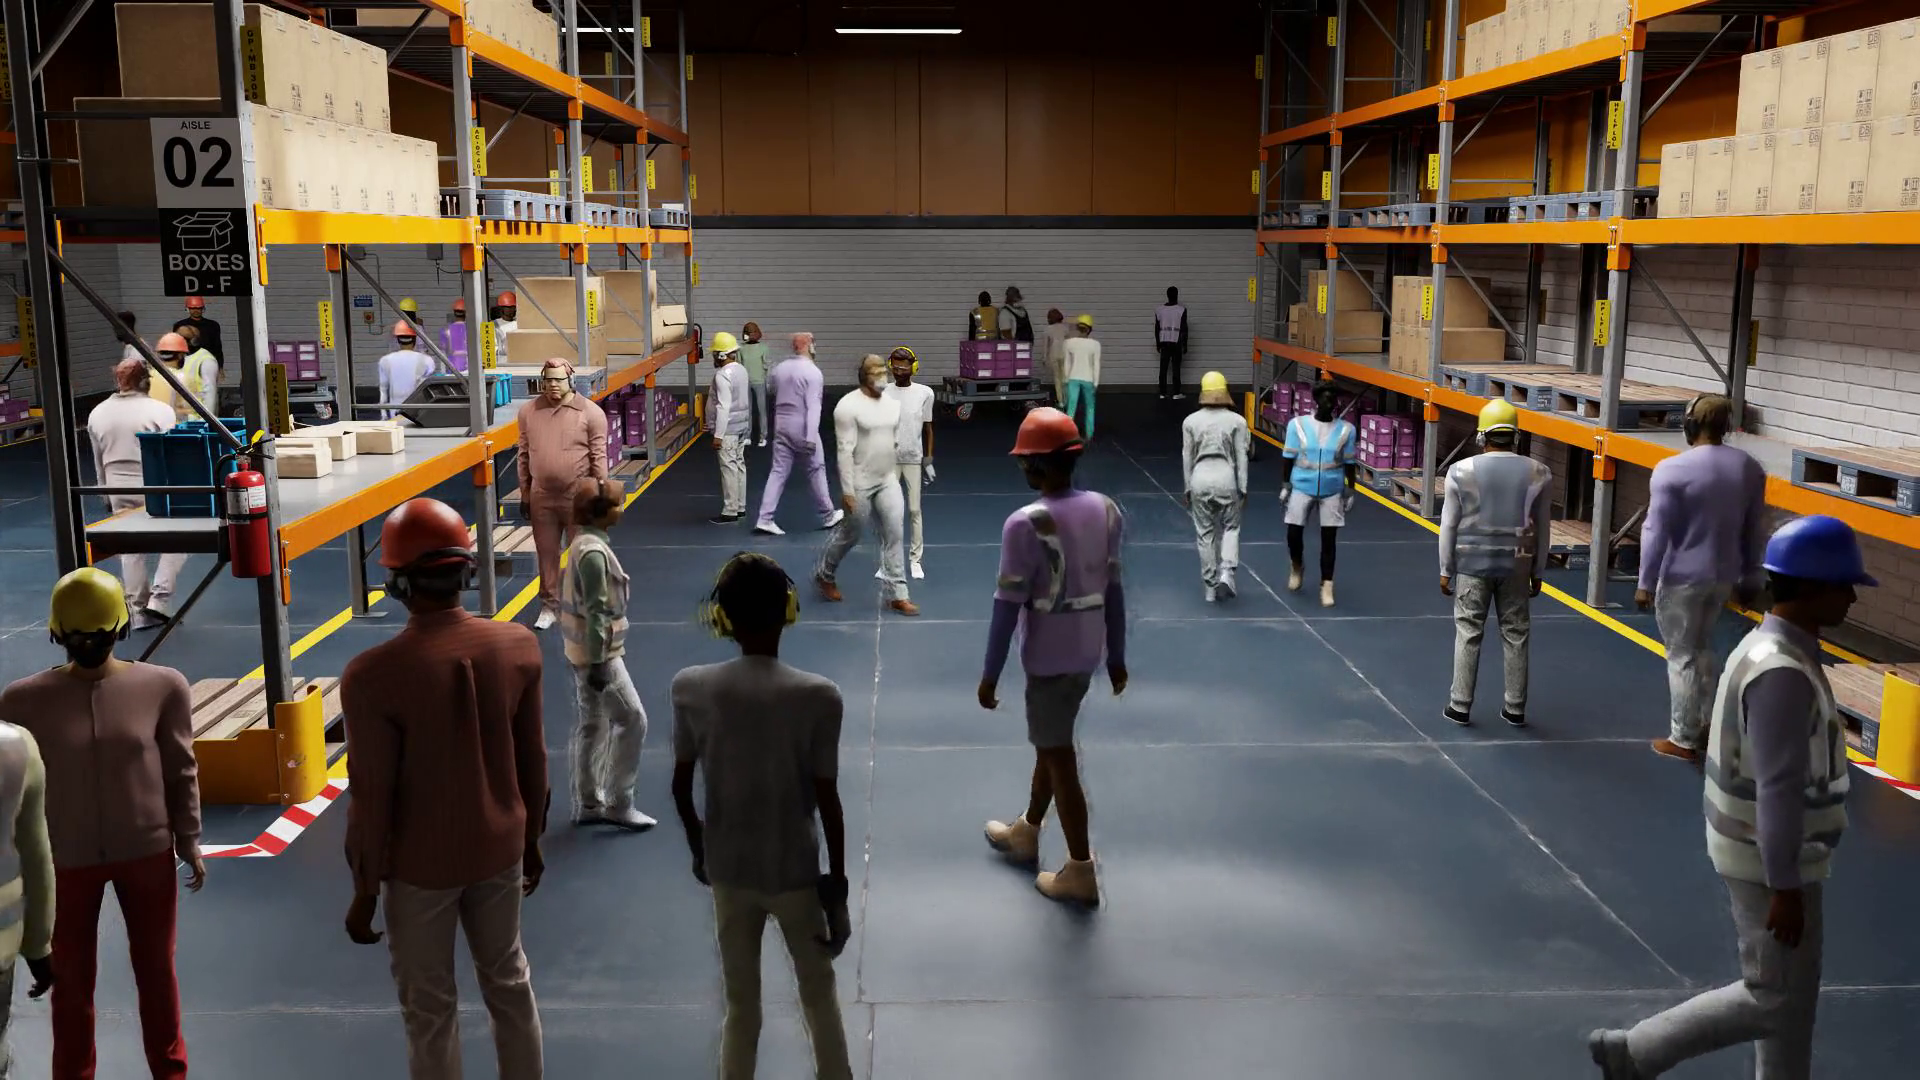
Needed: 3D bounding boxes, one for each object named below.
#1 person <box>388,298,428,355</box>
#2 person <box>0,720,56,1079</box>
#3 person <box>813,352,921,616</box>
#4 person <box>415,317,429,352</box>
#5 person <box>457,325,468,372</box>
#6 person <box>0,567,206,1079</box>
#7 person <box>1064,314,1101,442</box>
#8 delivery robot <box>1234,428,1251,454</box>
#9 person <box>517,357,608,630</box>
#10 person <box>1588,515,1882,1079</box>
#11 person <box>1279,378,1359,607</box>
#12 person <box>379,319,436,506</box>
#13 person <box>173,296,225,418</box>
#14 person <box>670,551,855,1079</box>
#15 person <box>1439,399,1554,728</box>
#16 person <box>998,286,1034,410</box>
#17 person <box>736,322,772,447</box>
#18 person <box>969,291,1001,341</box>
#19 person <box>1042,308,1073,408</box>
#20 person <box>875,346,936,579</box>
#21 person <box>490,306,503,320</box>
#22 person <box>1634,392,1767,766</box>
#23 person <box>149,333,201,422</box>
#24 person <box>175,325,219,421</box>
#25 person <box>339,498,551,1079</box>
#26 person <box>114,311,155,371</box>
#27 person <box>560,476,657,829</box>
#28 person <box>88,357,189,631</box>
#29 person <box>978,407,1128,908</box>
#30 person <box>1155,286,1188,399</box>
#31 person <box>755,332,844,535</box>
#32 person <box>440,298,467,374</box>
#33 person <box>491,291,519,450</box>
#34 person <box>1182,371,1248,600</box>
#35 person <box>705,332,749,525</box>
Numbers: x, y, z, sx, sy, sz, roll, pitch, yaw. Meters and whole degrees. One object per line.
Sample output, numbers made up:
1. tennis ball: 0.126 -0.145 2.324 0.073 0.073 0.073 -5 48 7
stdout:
1. person: -7.392 -2.283 22.377 0.585 1.929 0.375 4 11 19
2. person: -2.554 1.047 4.153 0.670 1.815 0.604 8 13 38
3. person: -0.690 -0.427 12.132 0.631 1.908 0.975 -9 14 -42
4. person: -7.501 -2.249 22.996 0.306 1.639 0.524 -7 13 -35
5. person: -6.513 -2.268 22.458 0.614 1.874 0.459 4 11 24
6. person: -2.507 0.940 4.903 0.524 1.760 0.327 -6 12 -30
7. person: 1.601 -2.124 22.021 0.523 1.736 0.792 3 11 17
8. delivery robot: 3.373 -1.313 20.538 0.477 0.478 0.707 0 10 1
9. person: -2.753 -0.313 11.503 0.635 1.899 0.402 1 10 8
10. person: 2.274 0.876 4.761 0.691 1.930 0.621 5 11 28
11. person: 2.658 -0.364 12.336 0.573 1.688 0.475 1 10 8
12. person: -5.468 -1.245 16.605 0.564 1.917 0.489 0 10 0
13. person: -10.217 -2.313 22.357 0.618 1.993 0.396 -7 12 -34
14. person: -0.550 0.943 4.648 0.529 1.838 0.631 1 10 8
15. person: 2.948 0.137 9.207 0.591 1.823 0.405 1 10 6
16. person: 0.914 -3.086 26.541 0.540 2.000 0.734 5 11 26
17. person: -2.718 -2.038 21.831 0.509 1.632 0.270 3 11 18
18. person: 0.433 -3.316 28.396 0.621 1.837 0.429 -3 11 -16
19. person: 1.586 -2.957 27.009 0.545 1.607 0.560 -2 10 -11
20. person: -0.452 -0.610 13.244 0.519 1.865 0.328 0 10 3
21. person: -7.077 -2.722 25.466 0.542 1.695 0.316 -3 11 -18
22. person: 3.761 0.202 8.544 0.644 1.924 0.434 -3 11 -19
23. person: -6.946 -0.871 14.701 0.572 1.883 0.825 3 10 14
24. person: -7.854 -1.288 17.108 0.629 1.836 0.429 8 13 37
25. person: -1.424 0.872 4.623 0.389 1.990 0.626 8 13 39
26. person: -9.048 -1.591 18.543 0.664 1.922 0.672 -5 12 -28
27. person: -1.574 0.516 7.592 0.479 1.624 0.548 -3 11 -16
28. person: -5.627 -0.313 11.493 0.676 1.890 0.431 1 10 8
29. person: 0.300 0.457 6.869 0.636 2.010 0.877 -10 14 -43
30. person: 3.615 -3.370 28.456 0.591 1.922 0.391 6 12 30
31. person: -1.480 -0.974 15.323 0.679 1.854 1.020 9 13 40
32. person: -6.773 -2.328 22.661 0.581 1.915 0.466 -2 10 -10
33. person: -5.812 -2.187 21.526 0.374 2.044 0.606 7 12 35
34. person: 1.899 -0.395 12.441 0.500 1.719 0.485 2 10 13
35. person: -2.217 -1.061 15.833 0.403 1.835 0.586 2 10 12
